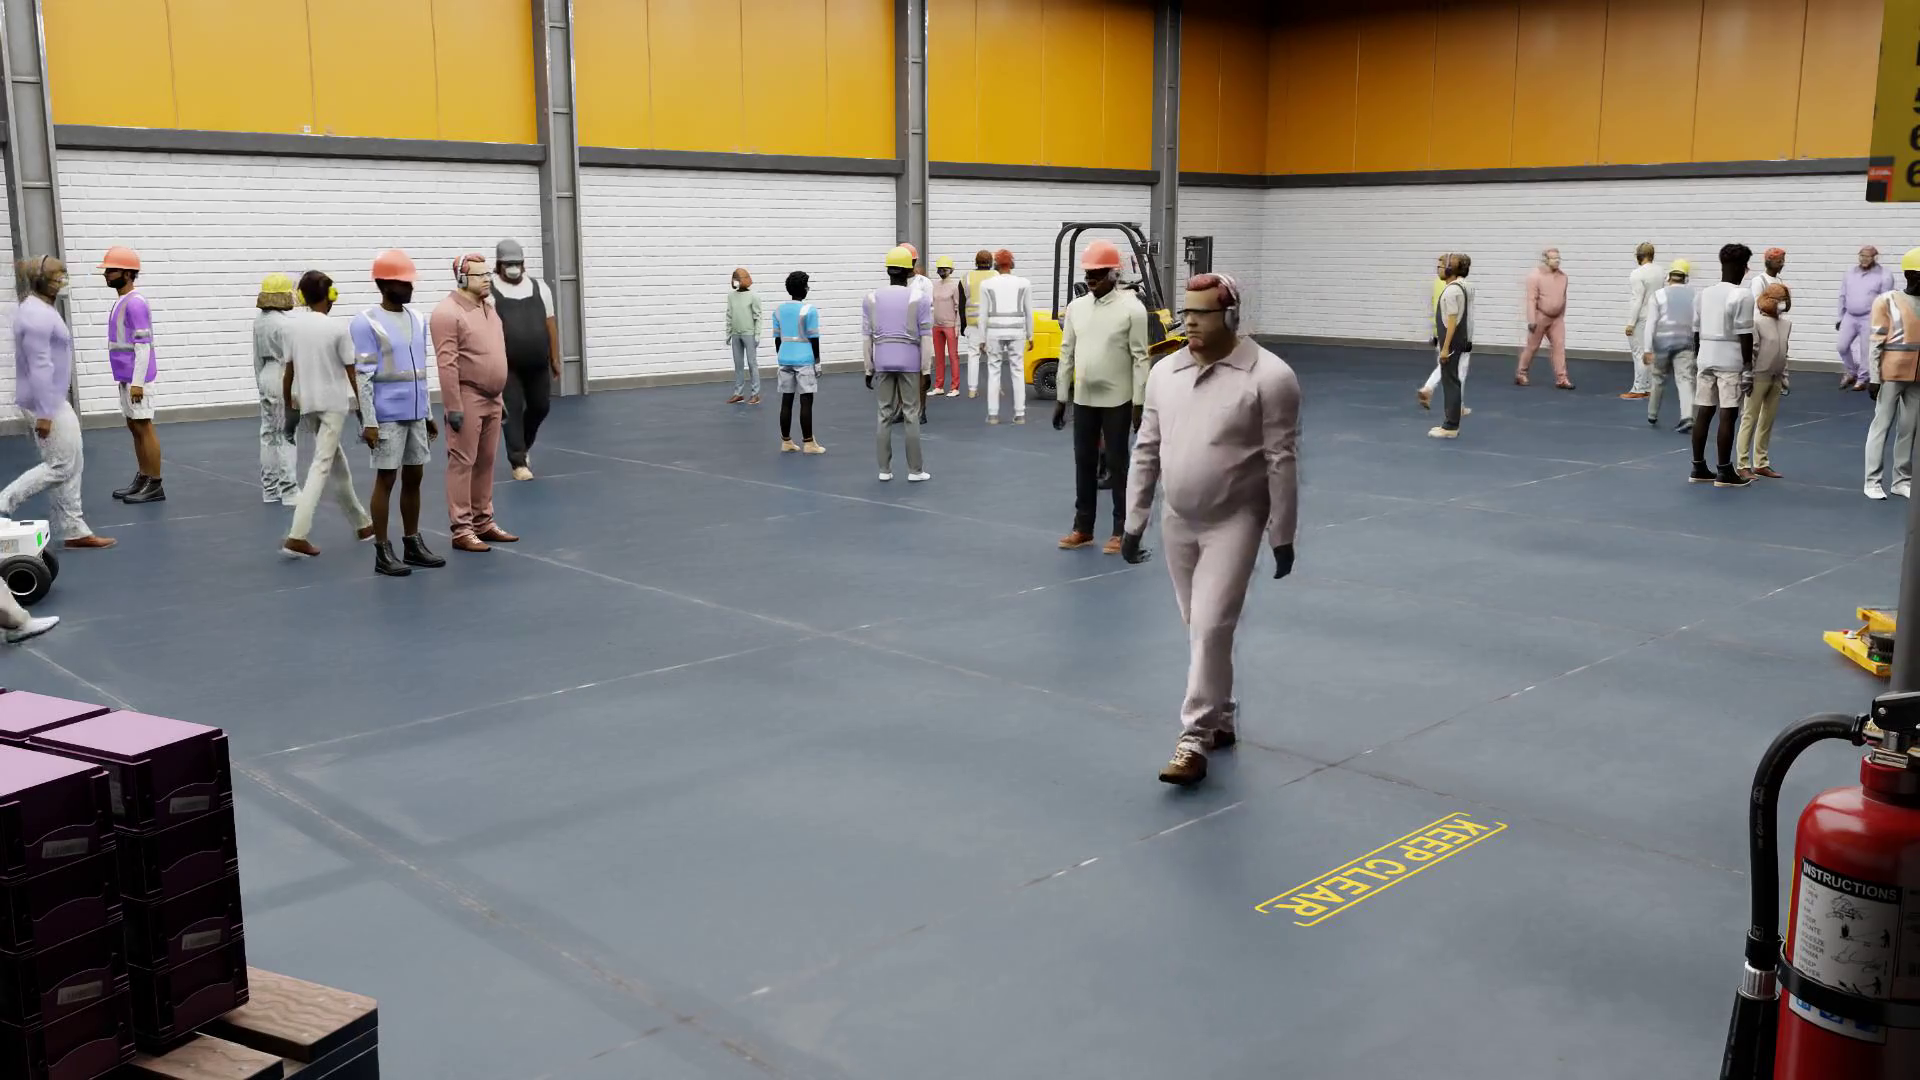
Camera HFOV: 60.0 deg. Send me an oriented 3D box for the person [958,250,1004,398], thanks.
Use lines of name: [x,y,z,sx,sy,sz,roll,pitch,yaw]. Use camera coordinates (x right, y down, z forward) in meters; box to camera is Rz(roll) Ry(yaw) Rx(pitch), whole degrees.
person: [0.298,-2.693,20.777,0.634,1.839,0.429,2,11,11]

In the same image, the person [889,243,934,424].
person: [-0.557,-2.195,17.807,0.552,1.931,0.374,6,12,29]

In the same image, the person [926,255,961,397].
person: [-0.194,-2.683,20.914,0.530,1.772,0.299,8,13,39]

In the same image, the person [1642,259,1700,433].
person: [7.409,-2.010,17.248,0.635,1.781,0.940,2,11,9]

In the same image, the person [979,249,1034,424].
person: [0.499,-2.172,17.857,0.594,1.873,0.361,-1,10,-4]

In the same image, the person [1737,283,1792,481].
person: [6.700,-1.315,13.824,0.498,1.633,0.285,-5,12,-26]

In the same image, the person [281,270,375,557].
person: [-4.056,-0.817,10.664,0.555,1.810,1.032,3,11,17]

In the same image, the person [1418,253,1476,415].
person: [5.507,-2.299,18.670,0.536,1.822,0.641,-5,12,-26]

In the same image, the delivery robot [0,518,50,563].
delivery robot: [-5.435,0.030,9.179,0.707,0.478,0.477,-4,11,-23]

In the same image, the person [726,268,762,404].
person: [-2.609,-2.454,20.037,0.507,1.631,0.266,6,12,31]

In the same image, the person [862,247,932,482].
person: [-0.509,-1.432,13.660,0.589,1.928,0.384,3,11,15]

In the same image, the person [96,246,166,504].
person: [-6.294,-1.249,12.624,0.352,1.942,0.545,-8,13,-38]

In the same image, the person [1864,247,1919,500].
person: [7.256,-1.266,12.758,0.585,1.928,0.368,-1,10,-7]

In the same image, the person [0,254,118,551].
person: [-5.817,-0.830,10.444,0.720,1.916,0.645,-6,12,-28]

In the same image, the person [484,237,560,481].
person: [-3.735,-1.546,13.972,0.683,2.000,0.832,-7,13,-34]

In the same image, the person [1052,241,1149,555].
person: [0.886,-0.897,10.619,0.639,1.987,0.448,8,13,37]

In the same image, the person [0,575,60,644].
person: [-4.877,-0.239,8.055,0.808,1.601,0.520,-10,14,-42]

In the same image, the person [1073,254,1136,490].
person: [1.147,-1.348,13.209,0.579,1.922,0.408,10,14,44]

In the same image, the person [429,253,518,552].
person: [-3.123,-0.892,10.769,0.403,1.911,0.637,3,11,15]

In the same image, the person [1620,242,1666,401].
person: [8.404,-2.682,20.449,0.632,1.936,0.359,-8,13,-37]

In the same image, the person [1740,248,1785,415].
person: [9.057,-2.336,18.713,0.581,1.882,0.339,-9,14,-39]

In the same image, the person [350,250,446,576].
person: [-3.347,-0.760,9.972,0.366,1.934,0.553,5,12,26]

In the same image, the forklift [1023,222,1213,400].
forklift: [1.935,-2.847,20.651,2.313,2.155,1.214,2,11,13]

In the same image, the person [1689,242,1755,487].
person: [6.188,-1.414,13.463,0.367,1.964,0.604,-4,11,-19]

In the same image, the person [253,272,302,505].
person: [-5.123,-1.140,12.568,0.490,1.743,0.324,8,13,37]

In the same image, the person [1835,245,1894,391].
person: [11.707,-2.874,21.613,0.464,1.889,0.678,-8,13,-38]

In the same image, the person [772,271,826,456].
person: [-1.492,-1.628,15.359,0.530,1.697,0.321,7,13,35]

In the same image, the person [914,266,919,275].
person: [-0.637,-3.127,23.794,0.502,1.603,0.754,6,12,31]

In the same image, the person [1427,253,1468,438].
person: [4.897,-1.940,16.653,0.336,1.844,0.508,5,11,24]

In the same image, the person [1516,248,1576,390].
person: [7.811,-2.950,22.145,0.658,1.859,0.969,-3,11,-15]

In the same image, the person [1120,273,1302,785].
person: [0.861,-0.043,6.226,0.665,1.874,0.838,10,14,43]

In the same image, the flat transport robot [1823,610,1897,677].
flat transport robot: [4.884,0.489,7.709,1.431,0.197,0.652,1,10,8]
